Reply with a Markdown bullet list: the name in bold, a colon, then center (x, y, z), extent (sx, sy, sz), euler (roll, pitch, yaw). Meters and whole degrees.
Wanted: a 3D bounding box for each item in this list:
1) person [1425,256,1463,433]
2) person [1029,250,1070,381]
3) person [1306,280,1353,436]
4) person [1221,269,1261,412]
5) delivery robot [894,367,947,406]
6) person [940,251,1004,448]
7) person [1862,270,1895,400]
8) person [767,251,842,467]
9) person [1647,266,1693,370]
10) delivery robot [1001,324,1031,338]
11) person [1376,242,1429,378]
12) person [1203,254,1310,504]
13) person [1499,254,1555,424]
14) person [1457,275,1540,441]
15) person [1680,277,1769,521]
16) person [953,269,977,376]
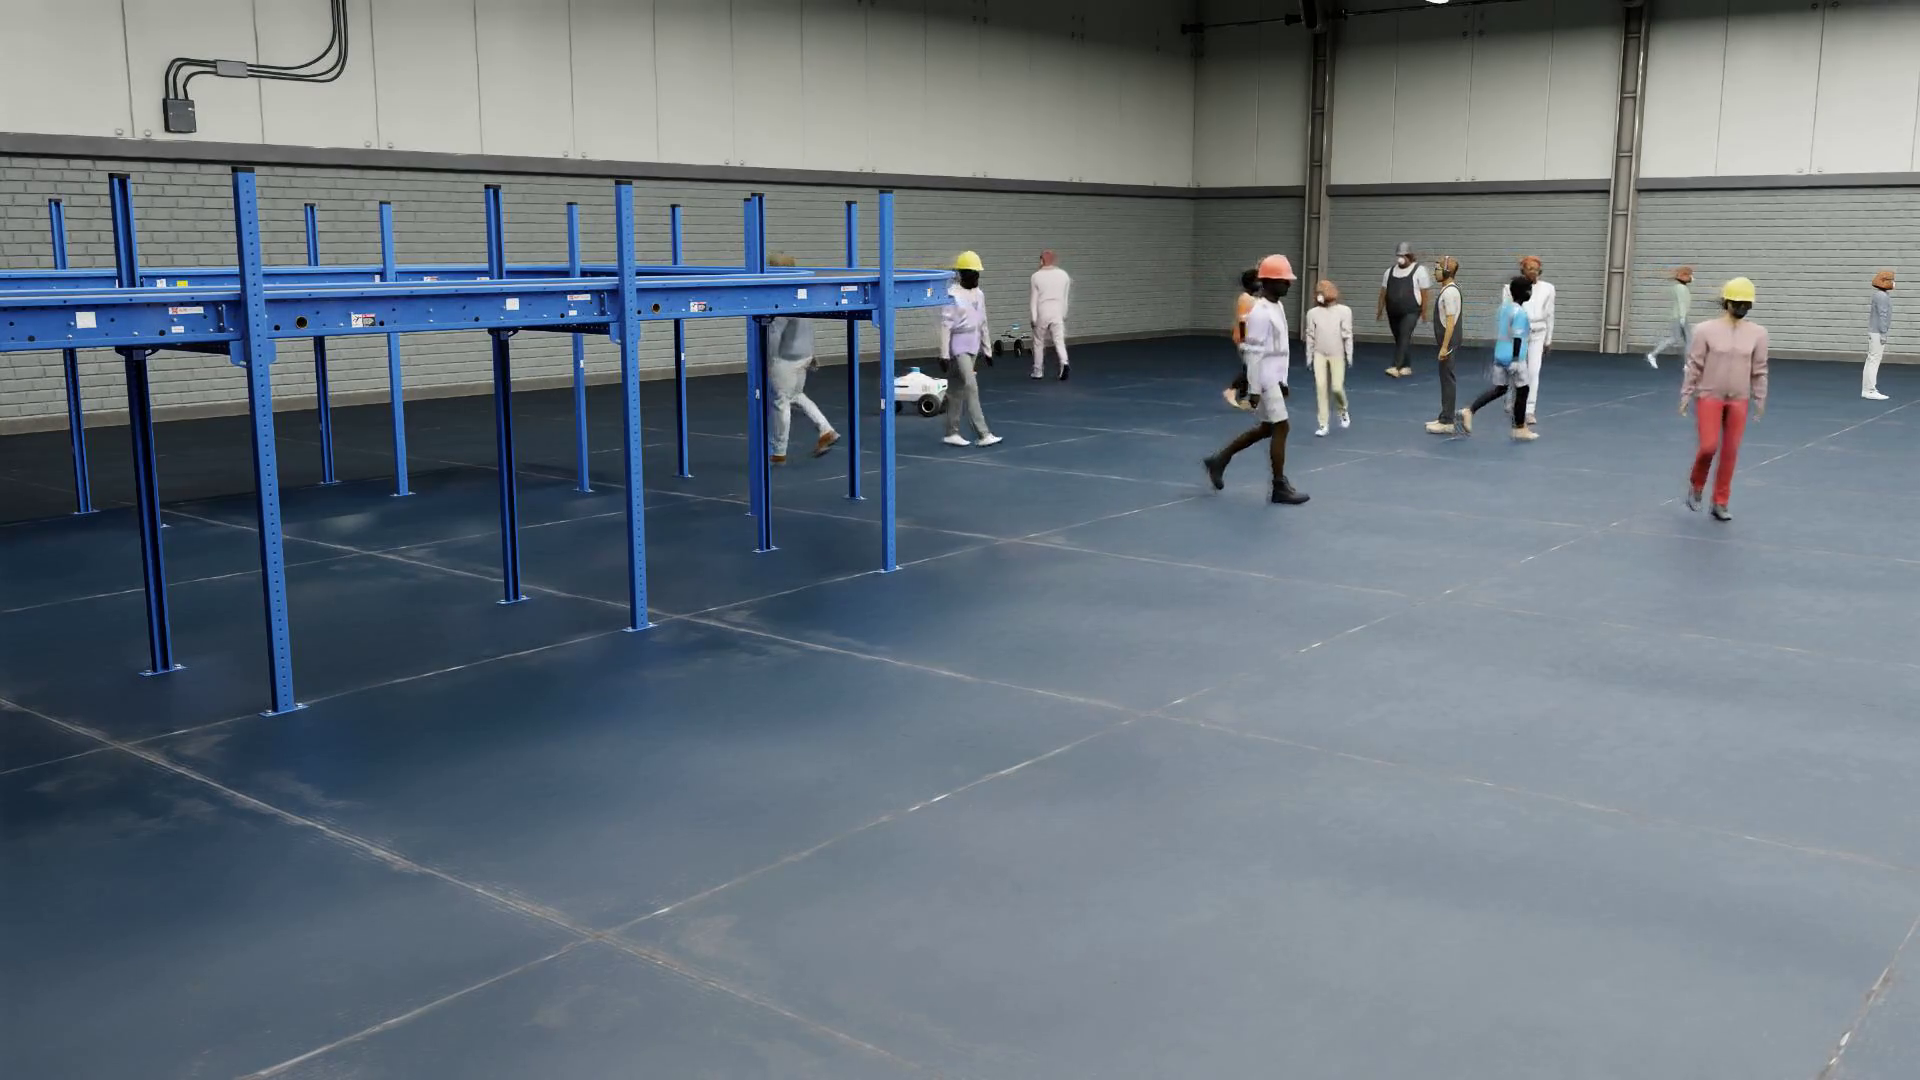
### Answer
- **person**: center (5.118, -2.059, 17.548), extent (0.351, 1.847, 0.507), euler (3, 11, 18)
- **person**: center (1.295, -3.251, 24.049), extent (0.638, 1.881, 0.858), euler (-3, 11, -16)
- **person**: center (3.878, -1.911, 17.415), extent (0.529, 1.604, 0.529), euler (7, 12, 34)
- **person**: center (3.379, -2.343, 19.575), extent (0.382, 1.684, 0.537), euler (3, 11, 15)
- **delivery robot**: center (-0.520, -1.771, 19.386), extent (0.707, 0.478, 0.477), euler (3, 11, 16)
- **person**: center (0.164, -1.834, 16.149), extent (0.871, 1.893, 0.612), euler (7, 12, 32)
- **person**: center (11.775, -2.629, 21.294), extent (0.285, 1.633, 0.497), euler (3, 11, 18)
- **person**: center (-1.483, -1.611, 14.866), extent (0.814, 1.919, 0.674), euler (2, 10, 11)
- **person**: center (11.178, -3.454, 25.906), extent (0.736, 1.609, 0.504), euler (6, 12, 29)
- **delivery robot**: center (0.979, -3.669, 29.187), extent (0.335, 0.223, 0.698), euler (-6, 12, -29)
- **person**: center (6.535, -3.414, 24.633), extent (0.695, 2.000, 1.019), euler (10, 14, 43)
- **person**: center (2.323, -1.255, 12.924), extent (0.814, 1.912, 0.548), euler (4, 11, 21)
- **person**: center (6.322, -2.260, 18.629), extent (0.587, 1.867, 0.698), euler (1, 10, 5)
- **person**: center (5.485, -1.839, 16.806), extent (0.762, 1.668, 0.554), euler (0, 10, -2)
- **person**: center (5.505, -1.011, 11.977), extent (0.568, 1.749, 0.431), euler (1, 10, 5)
- **person**: center (0.073, -3.298, 24.851), extent (0.322, 1.689, 0.530), euler (-7, 12, -35)
